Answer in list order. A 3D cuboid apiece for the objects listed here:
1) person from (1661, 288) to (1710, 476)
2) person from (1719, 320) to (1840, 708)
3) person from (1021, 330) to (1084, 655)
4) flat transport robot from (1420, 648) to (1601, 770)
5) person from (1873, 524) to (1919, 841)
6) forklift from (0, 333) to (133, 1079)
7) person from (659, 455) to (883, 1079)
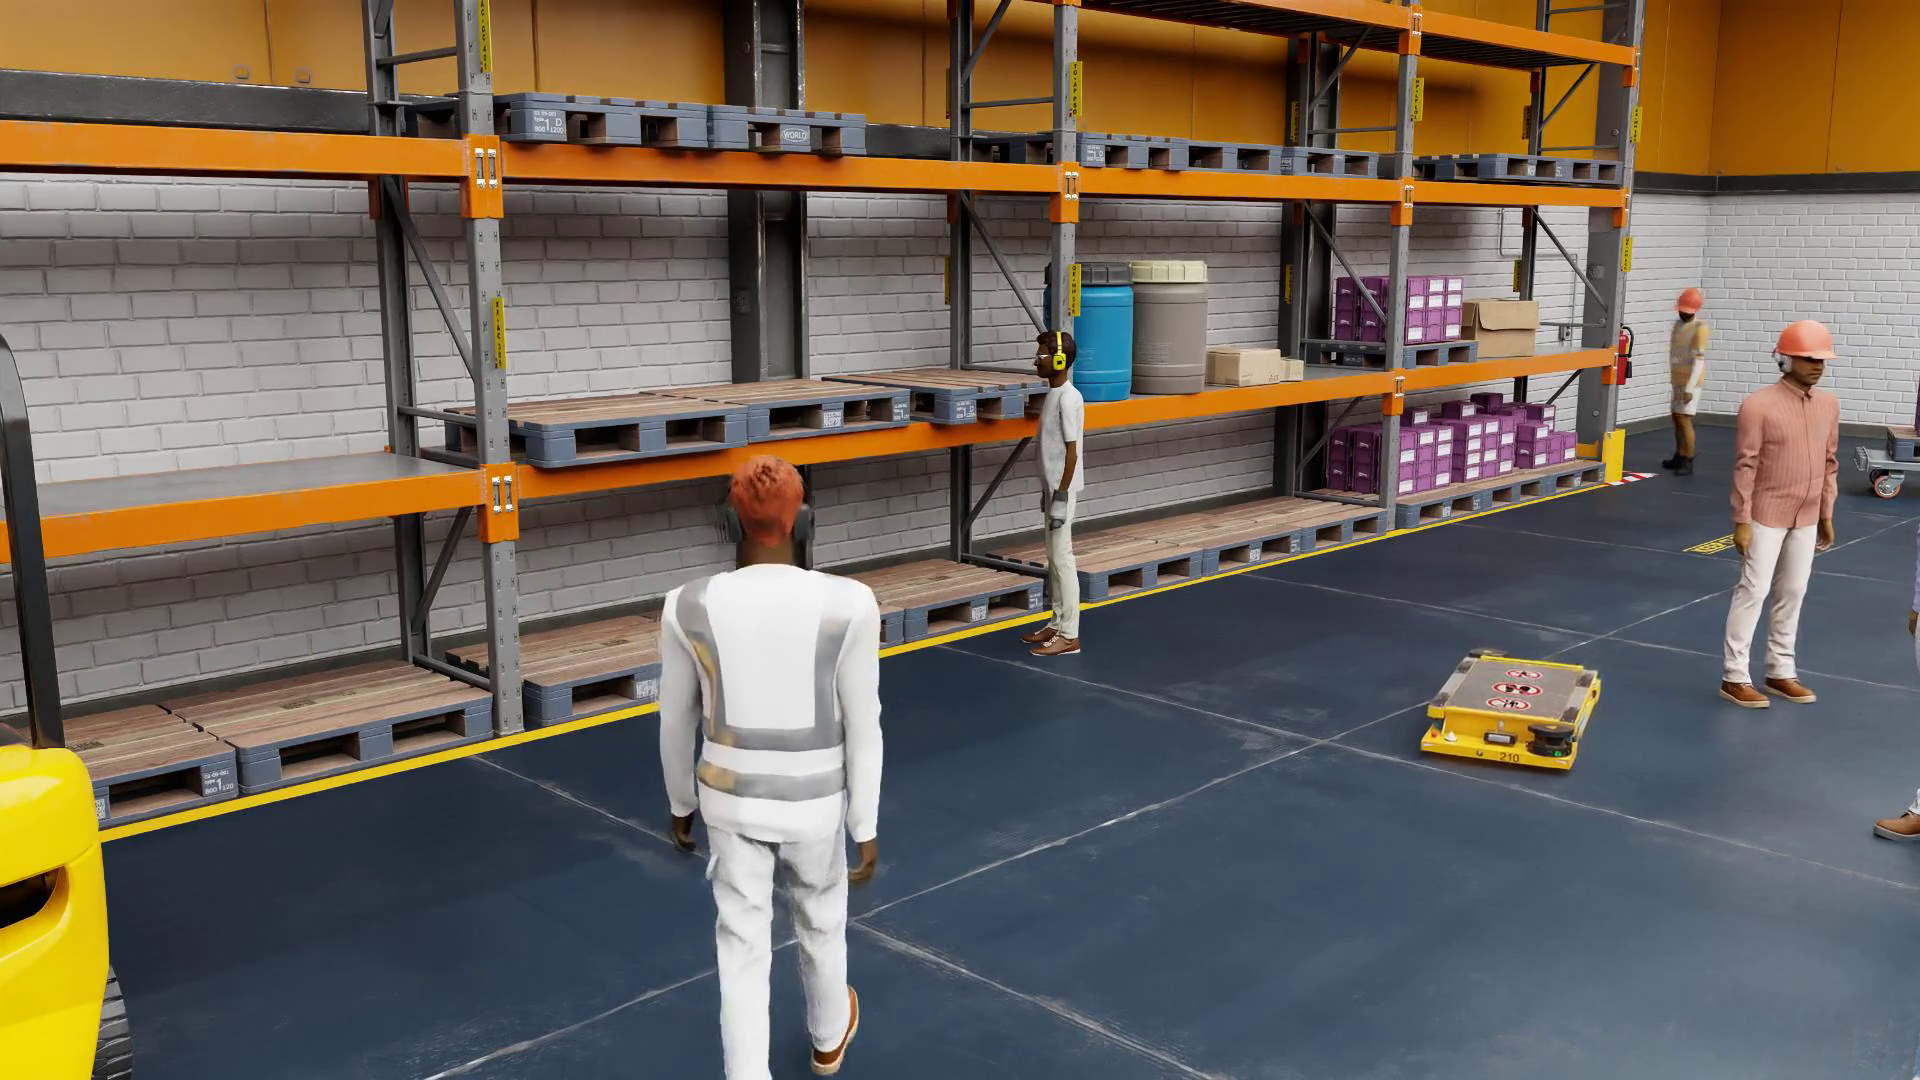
[{"bbox_3d":[7.271,-1.593,16.776,0.436,1.887,0.738,-1,10,-3],"label":"person"},{"bbox_3d":[4.217,-0.126,8.490,0.618,1.985,0.408,-4,11,-19],"label":"person"},{"bbox_3d":[0.543,-0.265,9.586,0.328,1.862,0.511,-1,10,-6],"label":"person"},{"bbox_3d":[2.717,0.799,8.119,0.652,0.197,1.431,5,12,25],"label":"flat transport robot"},{"bbox_3d":[3.879,0.286,6.362,0.355,1.938,0.637,-1,10,-7],"label":"person"},{"bbox_3d":[-3.289,0.485,4.582,1.214,2.155,2.313,-10,14,-44],"label":"forklift"},{"bbox_3d":[-0.494,0.683,4.449,0.590,1.842,0.864,0,10,0],"label":"person"}]
